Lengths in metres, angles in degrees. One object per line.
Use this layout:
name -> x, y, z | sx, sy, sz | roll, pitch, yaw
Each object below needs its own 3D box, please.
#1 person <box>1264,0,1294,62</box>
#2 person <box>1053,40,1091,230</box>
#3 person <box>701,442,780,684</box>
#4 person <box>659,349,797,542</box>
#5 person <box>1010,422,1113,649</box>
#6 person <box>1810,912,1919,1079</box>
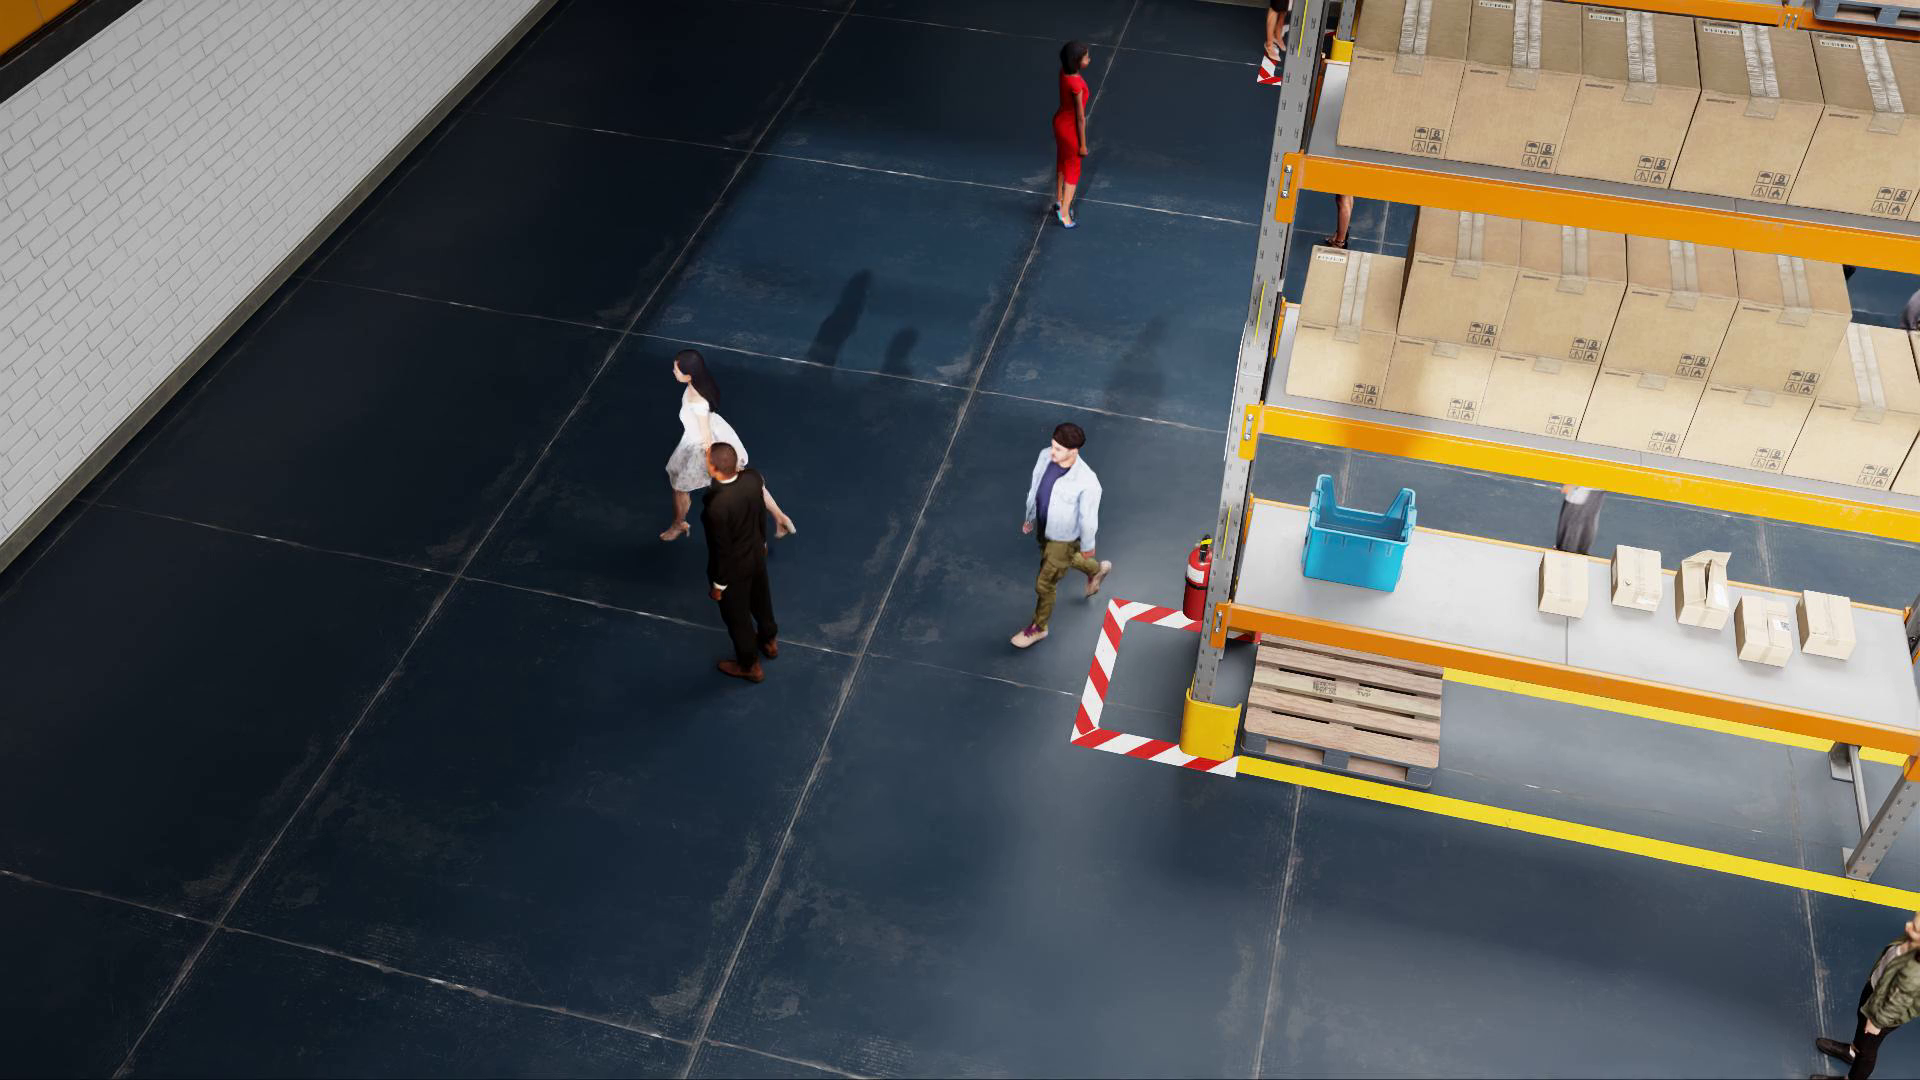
person -> 3.310, -5.752, 16.857 | 0.667, 1.756, 0.705 | 28, 50, 26
person -> 0.966, -3.568, 14.575 | 0.671, 1.742, 0.667 | -16, 46, -16
person -> -1.407, 0.133, 10.572 | 0.697, 1.904, 0.765 | 22, 48, 21
person -> -1.635, -0.583, 11.459 | 1.286, 1.717, 0.822 | 2, 44, 2
person -> 0.716, -0.096, 10.898 | 1.189, 1.786, 1.162 | -24, 49, -23
person -> 4.771, 2.362, 8.544 | 0.554, 1.474, 0.610 | 19, 47, 19
